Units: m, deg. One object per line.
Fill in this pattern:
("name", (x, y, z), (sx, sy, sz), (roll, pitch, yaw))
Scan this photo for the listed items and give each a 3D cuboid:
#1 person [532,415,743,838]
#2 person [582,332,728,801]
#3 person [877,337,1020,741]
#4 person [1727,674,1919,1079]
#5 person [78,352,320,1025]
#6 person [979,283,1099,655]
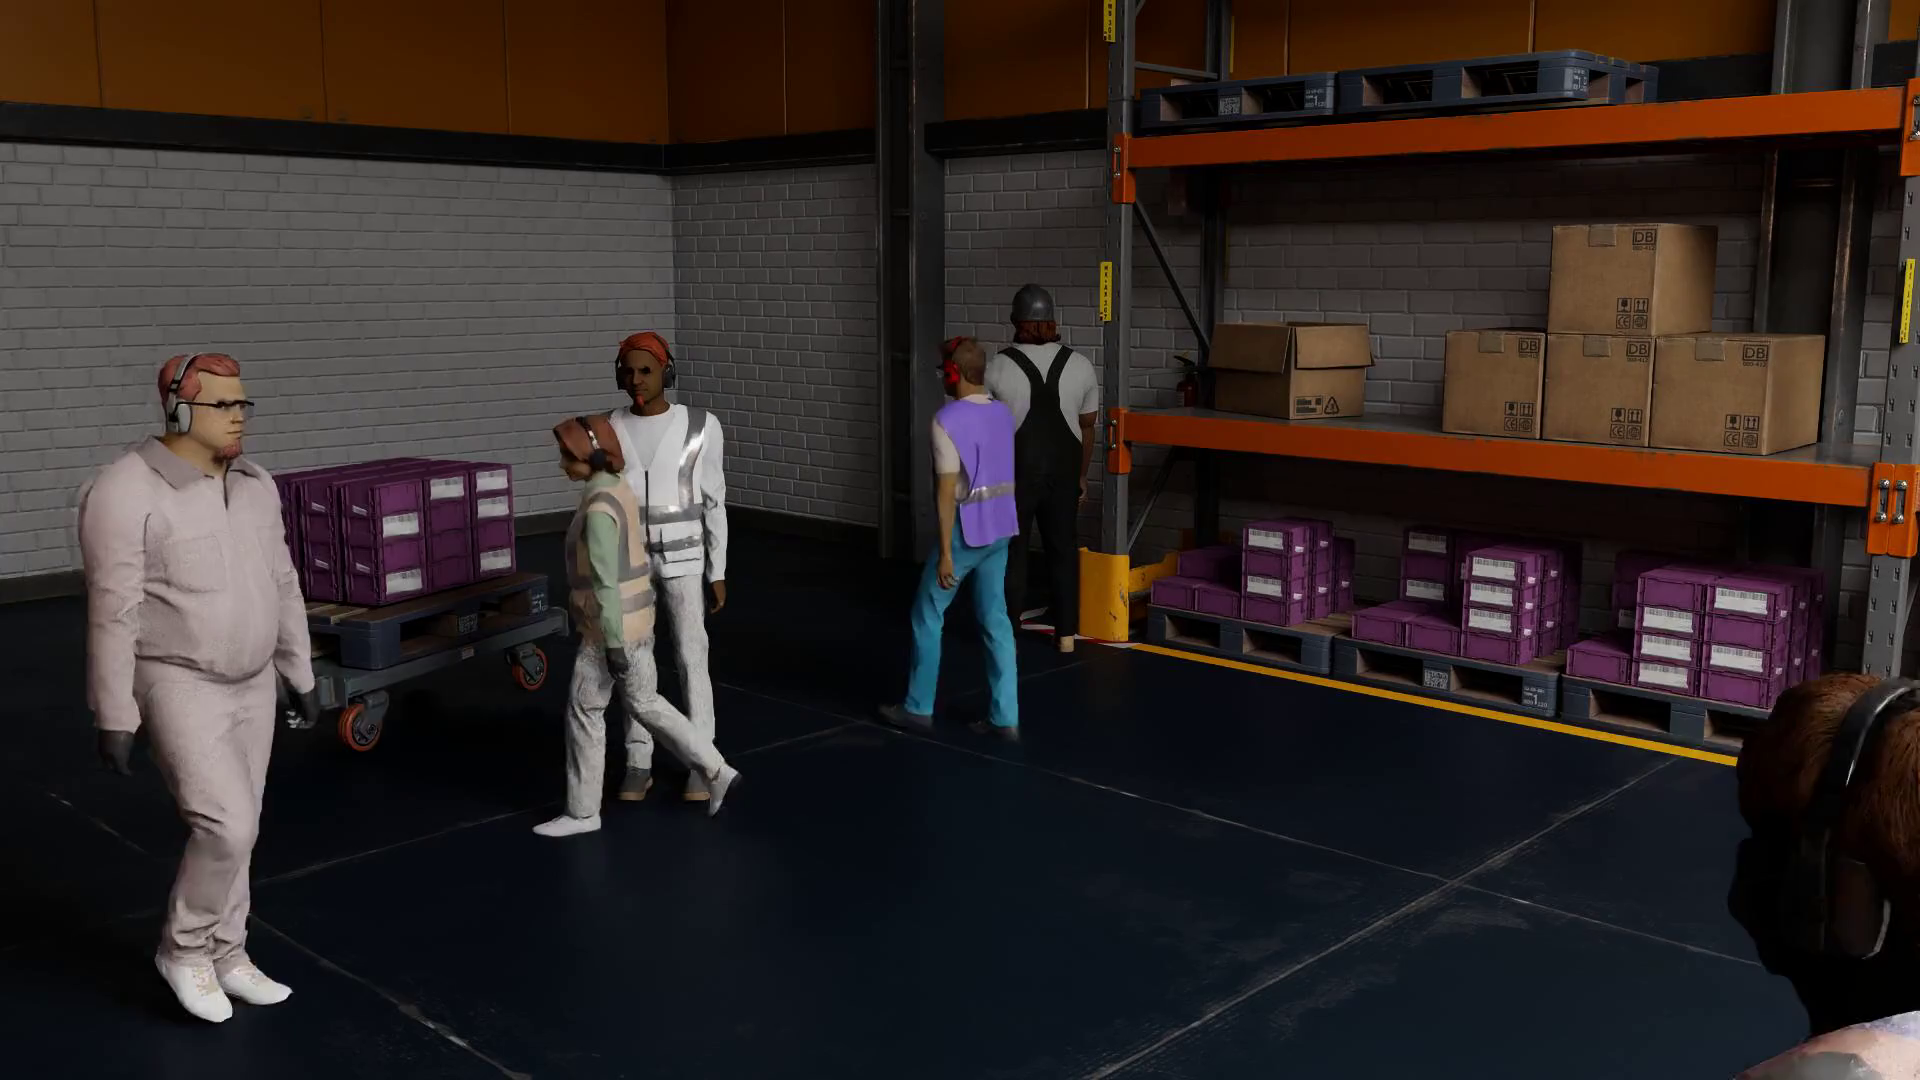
("person", (-1.211, 0.325, 6.139), (0.705, 1.603, 0.553), (0, 9, 1))
("person", (-1.210, 0.117, 6.622), (0.578, 1.878, 0.349), (0, 9, 2))
("person", (-0.044, -0.005, 7.548), (0.829, 1.809, 0.595), (7, 12, 37))
("person", (0.729, 1.003, 1.448), (0.641, 1.790, 0.979), (-6, 11, -34))
("person", (-2.072, 0.423, 4.663), (0.439, 1.888, 0.685), (3, 10, 17))
("person", (0.387, -0.384, 9.166), (0.682, 2.000, 0.537), (-2, 10, -14))
